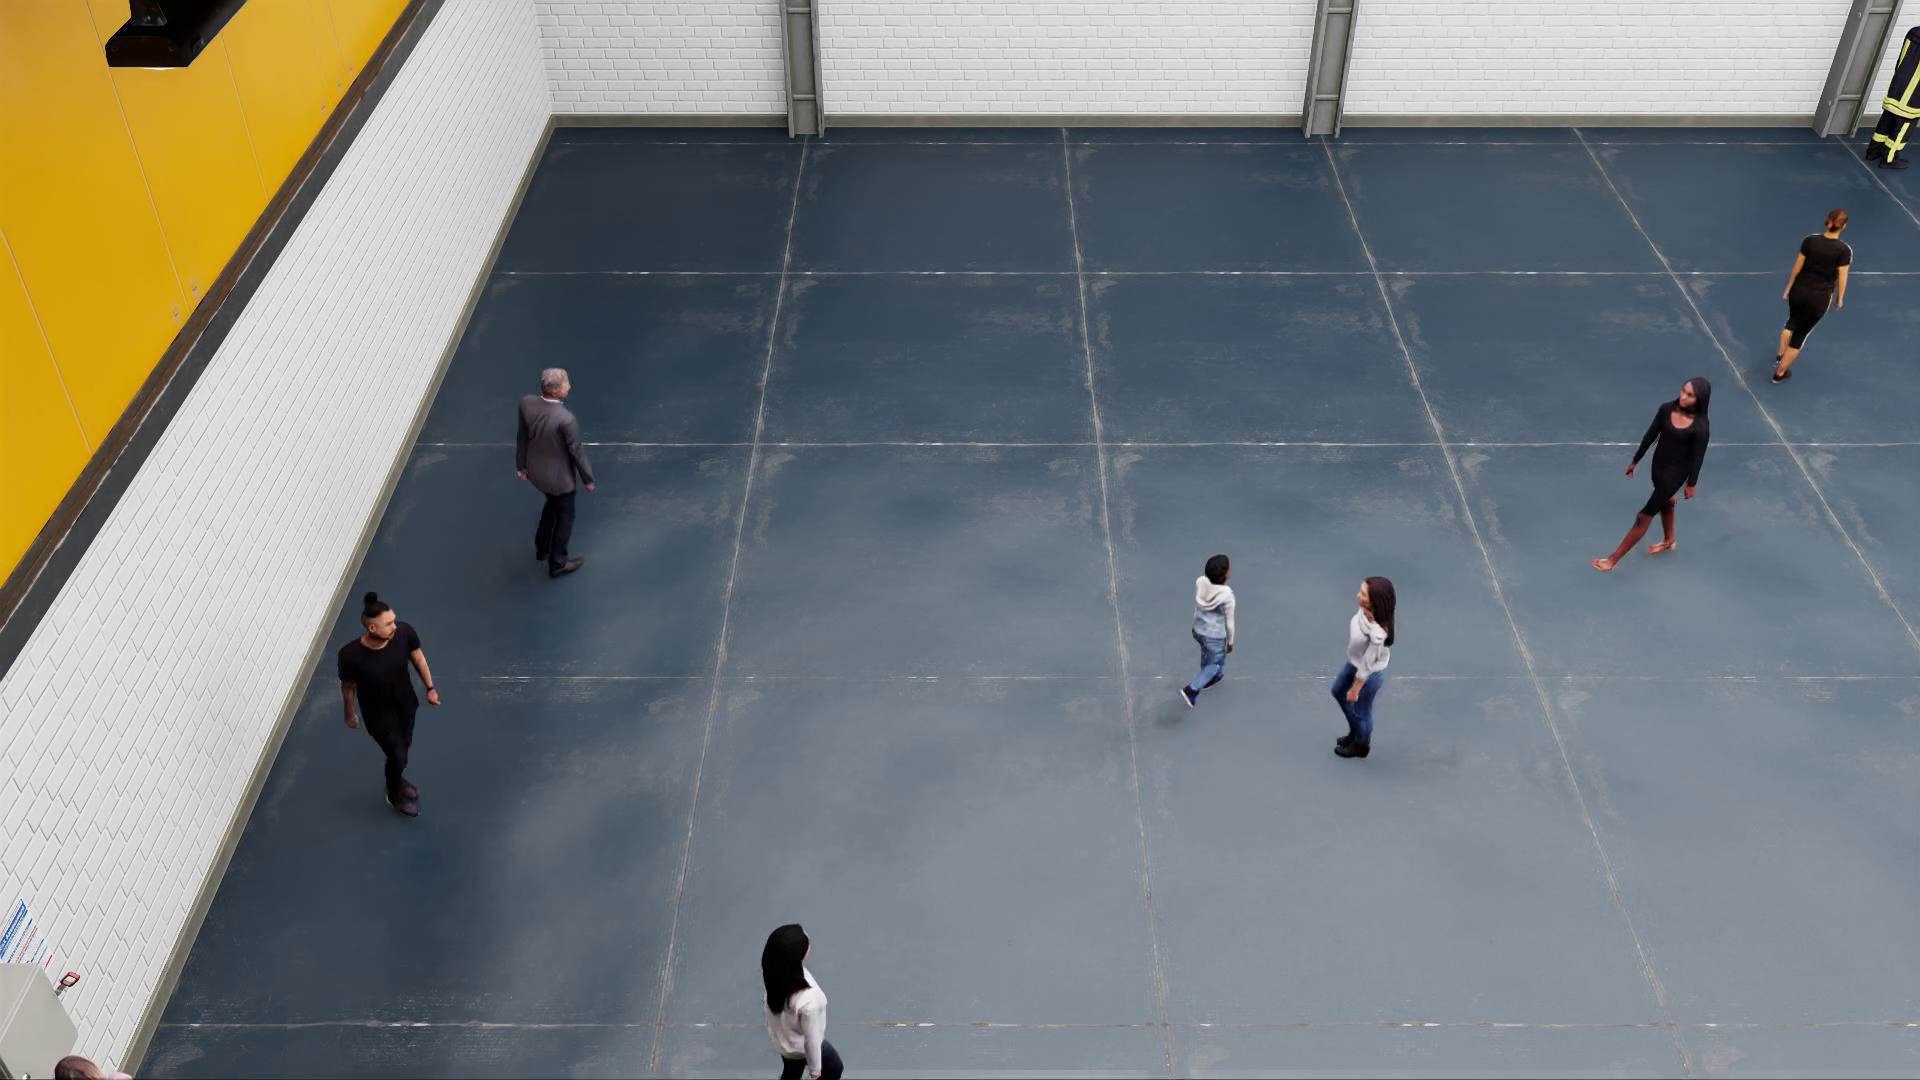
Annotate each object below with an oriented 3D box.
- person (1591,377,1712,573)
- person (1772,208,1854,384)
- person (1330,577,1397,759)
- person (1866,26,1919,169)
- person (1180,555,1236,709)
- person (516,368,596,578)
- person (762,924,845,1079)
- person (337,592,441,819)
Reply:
[{"bbox_3d":[5.503,-0.522,12.775,1.220,1.679,0.925,-15,41,-18],"label":"person"},{"bbox_3d":[7.546,-2.146,14.831,0.908,1.650,0.830,-25,45,-28],"label":"person"},{"bbox_3d":[2.784,0.873,11.074,0.569,1.621,0.648,4,39,5],"label":"person"},{"bbox_3d":[10.456,-4.993,18.256,0.754,1.824,0.802,-7,39,-9],"label":"person"},{"bbox_3d":[1.728,0.643,11.661,0.818,1.248,0.735,-29,47,-31],"label":"person"},{"bbox_3d":[-3.132,-0.494,12.639,0.838,1.804,0.932,16,41,19],"label":"person"},{"bbox_3d":[-0.933,2.668,8.771,0.767,1.690,0.726,-27,46,-29],"label":"person"},{"bbox_3d":[-3.745,1.027,10.711,0.854,1.832,0.906,-29,47,-31],"label":"person"}]
